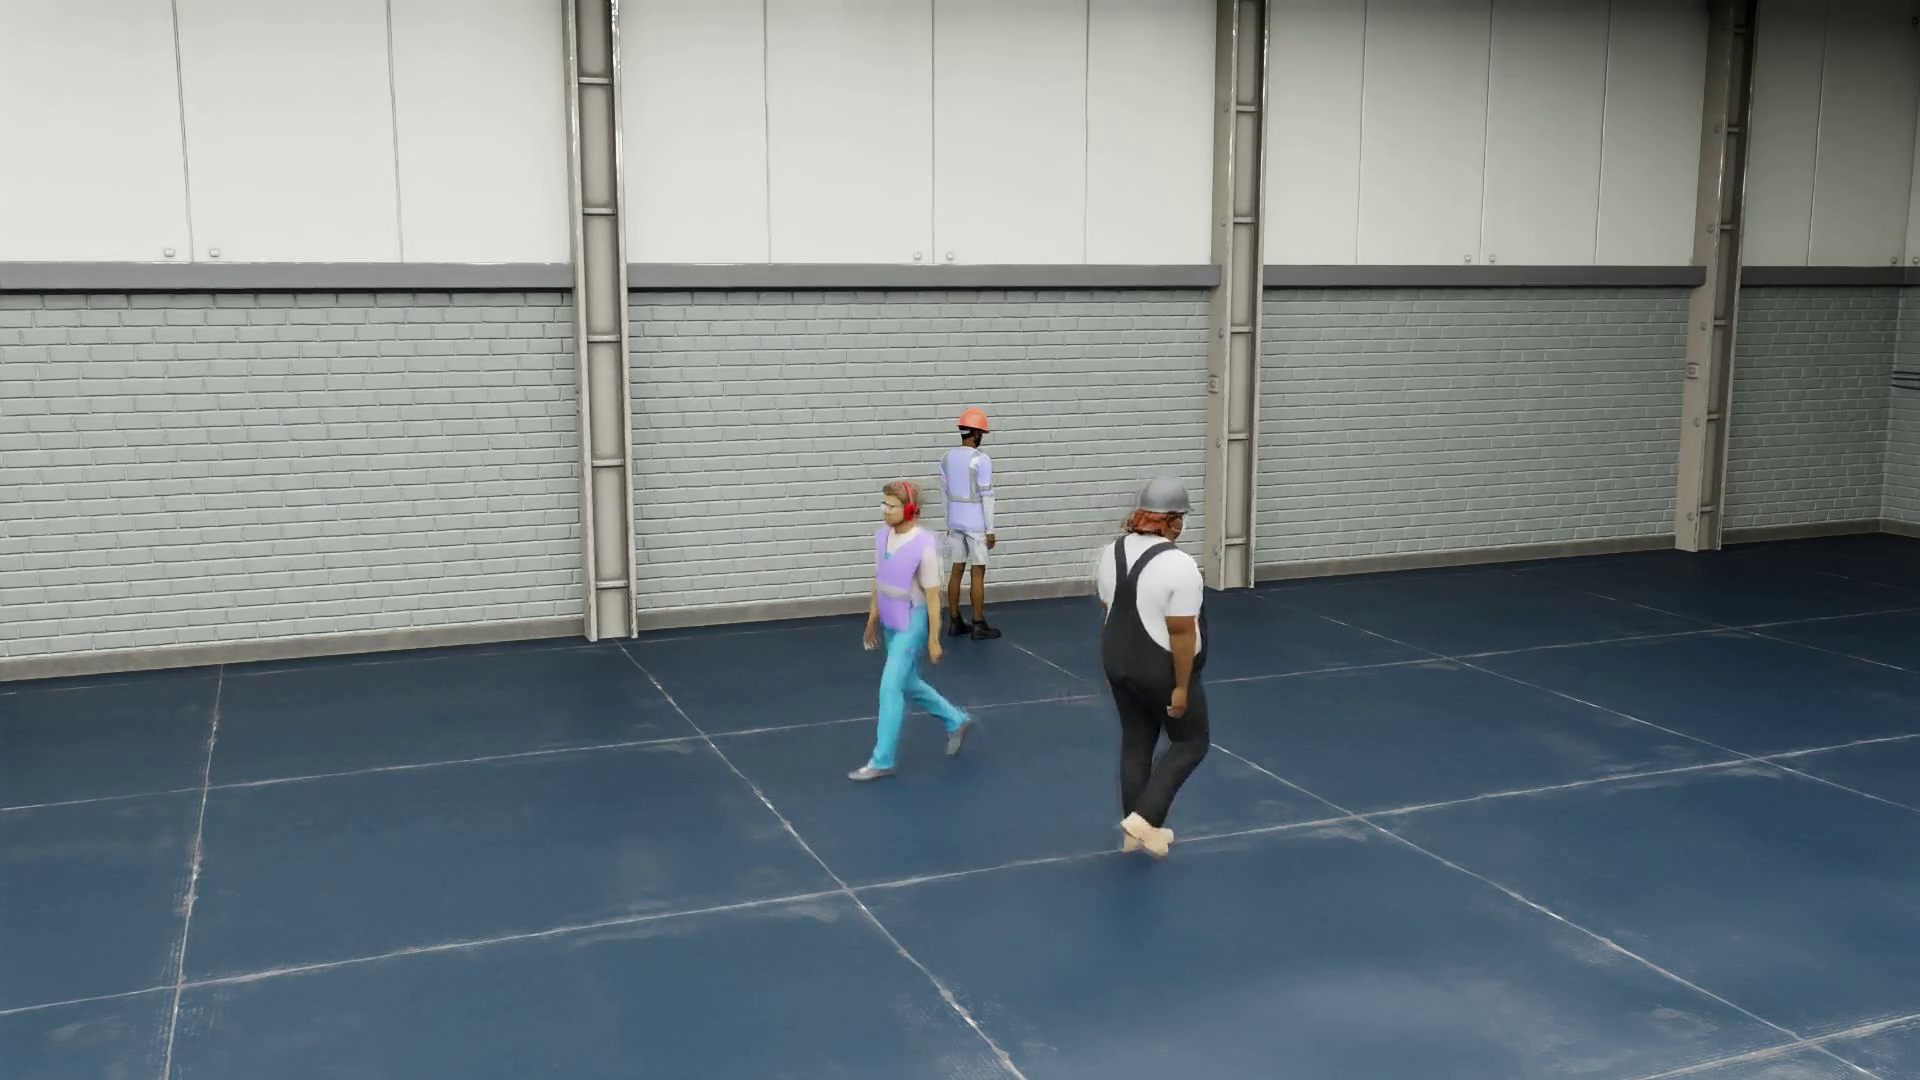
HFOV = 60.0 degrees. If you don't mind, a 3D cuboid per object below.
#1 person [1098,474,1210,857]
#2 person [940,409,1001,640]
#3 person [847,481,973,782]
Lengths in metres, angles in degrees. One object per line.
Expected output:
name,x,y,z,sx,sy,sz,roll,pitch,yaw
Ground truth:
person,1.035,0.645,8.667,0.536,2.000,0.687,-7,11,-38
person,0.093,-0.130,13.885,0.542,1.929,0.368,8,12,41
person,-0.288,0.529,10.105,0.858,1.821,0.566,-5,10,-28
